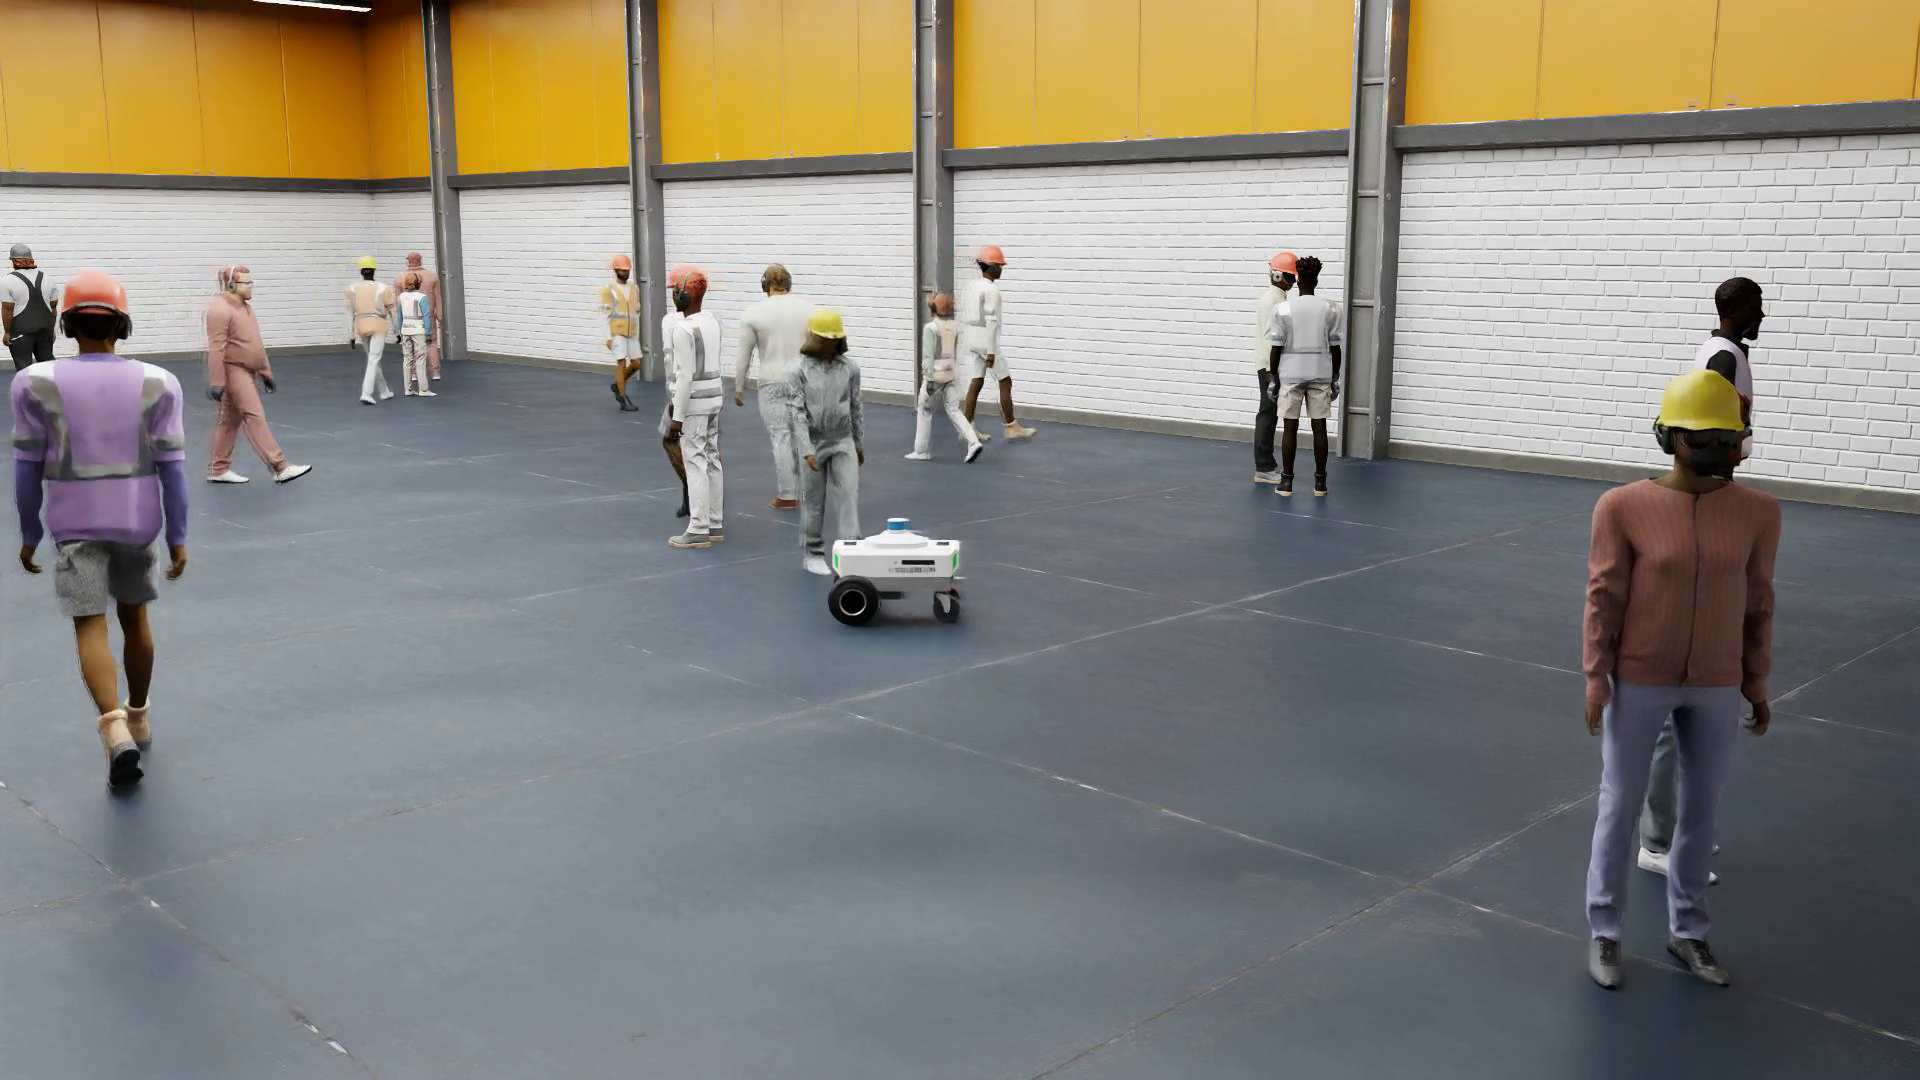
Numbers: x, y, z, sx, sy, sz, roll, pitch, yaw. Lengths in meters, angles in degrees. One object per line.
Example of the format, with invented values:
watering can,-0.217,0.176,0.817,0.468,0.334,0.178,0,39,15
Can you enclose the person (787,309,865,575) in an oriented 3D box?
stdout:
person,-0.816,-0.574,10.237,0.503,1.693,0.789,-4,11,-20

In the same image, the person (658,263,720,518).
person,-2.008,-1.090,12.428,0.453,1.923,0.554,10,14,43

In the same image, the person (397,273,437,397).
person,-7.213,-2.710,22.019,0.521,1.639,0.311,5,12,26

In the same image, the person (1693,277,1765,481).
person,3.924,-0.400,8.660,0.393,1.919,0.590,4,11,22

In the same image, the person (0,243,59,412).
person,-11.281,-2.558,20.092,0.537,2.000,0.679,6,12,30

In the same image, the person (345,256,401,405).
person,-7.495,-2.669,21.186,0.593,1.869,1.035,1,10,5

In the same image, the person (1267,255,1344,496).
person,2.820,-1.332,13.612,0.603,1.966,0.368,1,10,3

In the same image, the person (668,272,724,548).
person,-1.819,-0.887,11.412,0.356,1.883,0.572,3,11,16

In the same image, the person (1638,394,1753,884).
person,2.464,0.307,5.579,0.284,1.634,0.498,6,12,28

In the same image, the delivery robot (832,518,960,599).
delivery robot,-0.351,0.122,9.278,0.707,0.478,0.477,0,10,0

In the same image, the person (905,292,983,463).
person,-0.140,-1.522,15.631,0.800,1.604,0.525,8,13,36

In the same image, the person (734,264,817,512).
person,-1.434,-1.193,13.016,0.658,1.898,0.810,-5,12,-27

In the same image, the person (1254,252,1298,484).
person,2.747,-1.490,14.419,0.393,1.986,0.610,4,11,19

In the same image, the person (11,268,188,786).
person,-3.361,-0.062,6.573,0.611,2.011,0.966,-7,12,-33

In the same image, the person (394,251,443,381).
person,-7.917,-3.266,24.347,0.666,1.898,0.415,-4,11,-21

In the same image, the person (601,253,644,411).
person,-4.147,-2.536,20.310,0.551,1.917,0.565,-10,15,-44

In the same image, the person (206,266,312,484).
person,-6.032,-1.395,14.216,0.952,1.860,0.679,-1,10,-3

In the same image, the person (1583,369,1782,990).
person,2.024,0.405,4.693,0.535,1.766,0.328,0,10,3

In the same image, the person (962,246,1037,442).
person,0.407,-2.004,17.148,0.865,2.012,0.637,-4,11,-23
